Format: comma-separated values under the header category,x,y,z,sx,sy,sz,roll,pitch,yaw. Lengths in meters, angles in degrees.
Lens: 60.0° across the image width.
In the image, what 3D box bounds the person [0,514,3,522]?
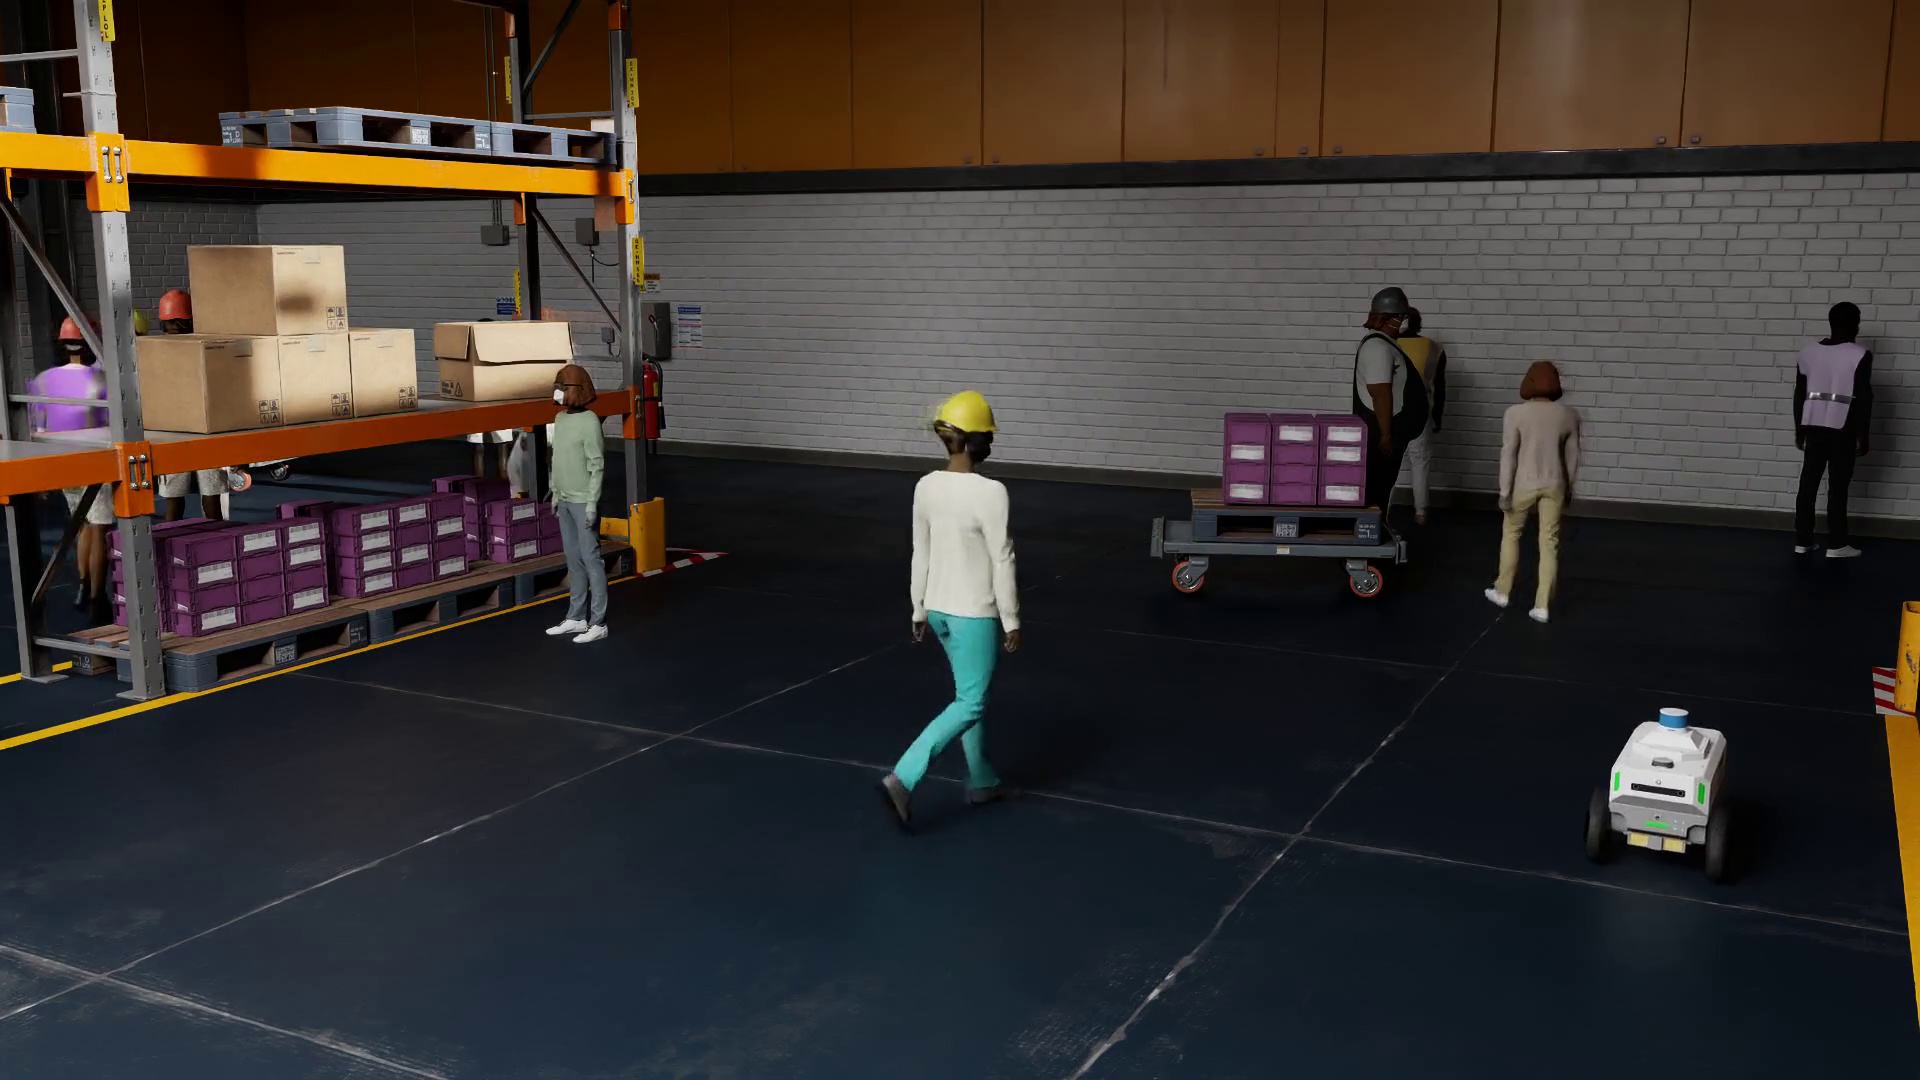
category,x,y,z,sx,sy,sz,roll,pitch,yaw
person,-8.518,-1.031,13.681,0.819,1.940,0.566,-1,10,-5

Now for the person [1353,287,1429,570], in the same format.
category,x,y,z,sx,sy,sz,roll,pitch,yaw
person,3.126,-0.816,12.099,0.537,2.000,0.683,2,10,9

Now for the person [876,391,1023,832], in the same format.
category,x,y,z,sx,sy,sz,roll,pitch,yaw
person,-0.031,0.281,6.619,0.781,1.743,0.530,-8,12,-37

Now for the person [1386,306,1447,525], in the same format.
category,x,y,z,sx,sy,sz,roll,pitch,yaw
person,3.745,-1.042,14.006,0.646,1.835,0.429,2,10,11

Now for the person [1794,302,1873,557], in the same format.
category,x,y,z,sx,sy,sz,roll,pitch,yaw
person,6.555,-0.826,12.526,0.393,1.915,0.587,-5,11,-29

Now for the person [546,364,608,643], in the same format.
category,x,y,z,sx,sy,sz,roll,pitch,yaw
person,-2.263,-0.218,9.806,0.285,1.636,0.497,-9,13,-42

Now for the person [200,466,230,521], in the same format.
category,x,y,z,sx,sy,sz,roll,pitch,yaw
person,-5.870,-0.792,13.124,0.308,1.640,0.511,-1,10,-6

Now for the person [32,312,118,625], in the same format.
category,x,y,z,sx,sy,sz,roll,pitch,yaw
person,-5.358,-0.433,10.251,0.590,1.915,0.448,1,10,7

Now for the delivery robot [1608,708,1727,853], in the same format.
category,x,y,z,sx,sy,sz,roll,pitch,yaw
delivery robot,2.691,0.880,6.305,0.477,0.478,0.707,5,11,29

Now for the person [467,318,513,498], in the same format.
category,x,y,z,sx,sy,sz,roll,pitch,yaw
person,-4.258,-1.155,15.058,0.533,1.697,0.318,2,10,11

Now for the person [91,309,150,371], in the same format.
category,x,y,z,sx,sy,sz,roll,pitch,yaw
person,-6.205,-0.764,12.326,0.801,1.854,0.696,-6,12,-32

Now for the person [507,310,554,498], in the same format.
category,x,y,z,sx,sy,sz,roll,pitch,yaw
person,-3.451,-0.893,13.076,0.728,1.856,0.601,-2,10,-12

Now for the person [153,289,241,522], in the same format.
category,x,y,z,sx,sy,sz,roll,pitch,yaw
person,-5.086,-0.626,10.992,0.615,2.041,0.391,-5,11,-25

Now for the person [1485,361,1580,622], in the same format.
category,x,y,z,sx,sy,sz,roll,pitch,yaw
person,3.609,-0.324,10.491,0.528,1.597,0.767,0,10,-1
